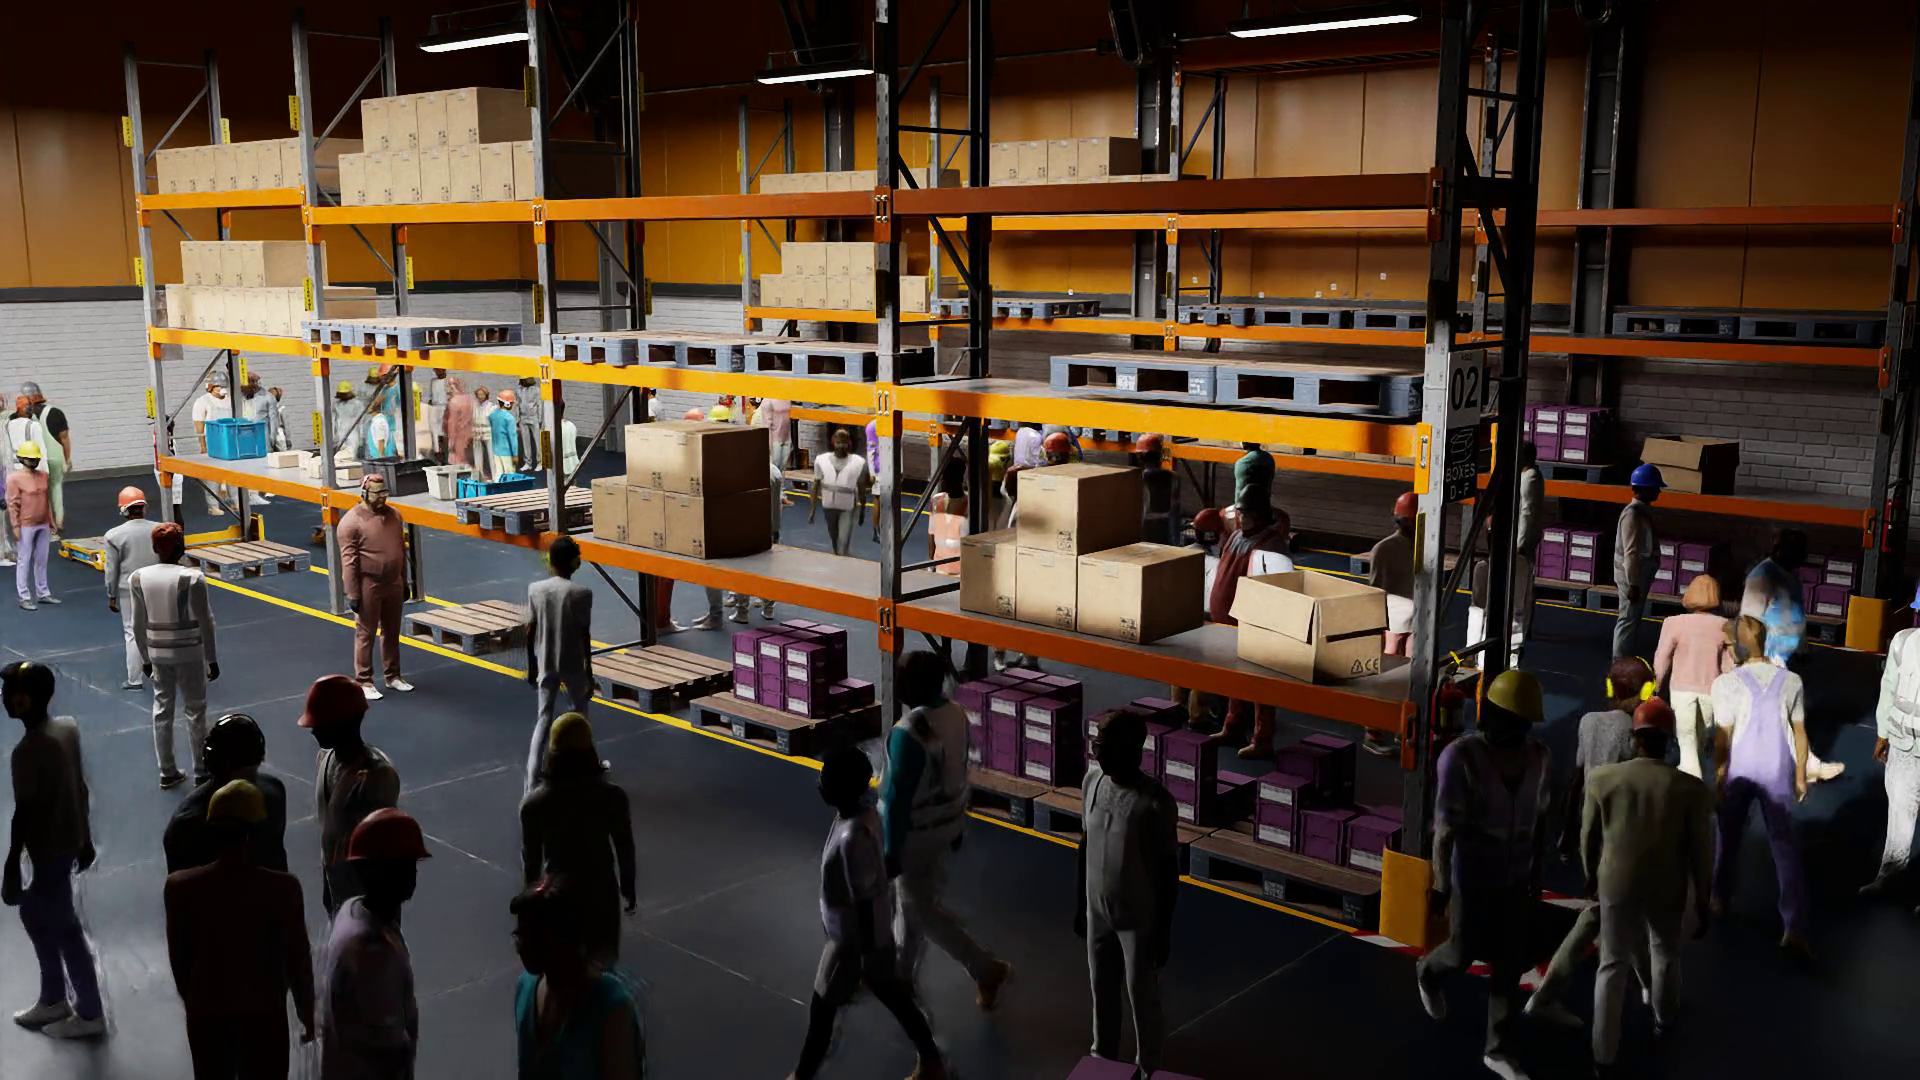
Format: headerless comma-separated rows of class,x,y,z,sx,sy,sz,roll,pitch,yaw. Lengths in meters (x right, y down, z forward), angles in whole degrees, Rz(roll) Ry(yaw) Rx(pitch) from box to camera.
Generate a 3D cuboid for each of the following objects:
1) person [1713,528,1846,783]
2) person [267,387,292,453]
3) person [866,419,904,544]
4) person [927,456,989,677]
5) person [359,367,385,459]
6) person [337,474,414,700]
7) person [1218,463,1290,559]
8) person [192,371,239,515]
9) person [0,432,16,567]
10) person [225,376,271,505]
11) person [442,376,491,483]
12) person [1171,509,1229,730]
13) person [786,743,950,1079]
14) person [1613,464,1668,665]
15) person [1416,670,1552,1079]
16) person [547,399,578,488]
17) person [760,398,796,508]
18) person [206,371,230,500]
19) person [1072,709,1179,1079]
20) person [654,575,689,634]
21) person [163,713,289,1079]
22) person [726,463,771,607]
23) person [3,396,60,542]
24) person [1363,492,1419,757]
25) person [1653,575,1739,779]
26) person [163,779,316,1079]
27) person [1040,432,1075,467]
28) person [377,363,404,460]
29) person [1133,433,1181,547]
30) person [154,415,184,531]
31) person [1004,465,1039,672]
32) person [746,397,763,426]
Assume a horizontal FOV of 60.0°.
person,5.865,0.812,11.806,0.951,1.790,0.627,9,13,40
person,-10.403,-1.506,25.334,0.514,1.641,0.311,4,11,21
person,-0.928,-0.909,21.170,0.547,1.927,0.392,-9,13,-40
person,-0.038,0.226,14.629,0.613,1.962,0.365,7,12,33
person,-9.992,-2.095,28.410,0.494,1.730,0.368,-6,12,-30
person,-4.868,0.384,13.941,0.400,1.900,0.636,5,11,27
person,2.485,0.328,14.080,0.607,1.958,0.379,4,11,19
person,-10.394,-1.373,23.454,0.535,2.000,0.680,7,12,33
person,-11.409,-0.490,19.625,0.517,1.631,0.316,8,13,40
person,-10.399,-1.436,24.199,0.489,1.901,0.599,0,10,-1
person,-7.366,-1.497,24.621,0.744,1.878,0.654,0,10,-3
person,1.914,0.614,13.072,0.379,1.738,0.566,-4,11,-22
person,-0.448,1.687,7.259,0.888,1.648,0.550,0,10,-2
person,5.742,0.325,14.114,0.386,1.948,0.602,5,11,28
person,2.411,1.492,7.663,0.603,1.895,0.761,-3,10,-15
person,-4.939,-0.821,20.722,0.390,1.911,0.584,2,10,11
person,-2.622,-1.428,24.056,0.372,1.940,0.632,5,11,26
person,-11.048,-1.573,24.905,0.364,1.932,0.630,-9,13,-41
person,0.697,1.612,7.130,0.327,1.843,0.516,-10,14,-44
person,-2.908,-0.028,16.235,0.405,1.909,0.597,-7,12,-34
person,-2.903,1.638,6.725,0.351,1.935,0.635,2,10,13
person,-2.246,-0.228,17.435,0.614,1.878,0.366,0,10,2
person,-11.855,-0.897,21.199,0.574,1.887,0.355,3,10,15
person,3.295,0.620,12.354,0.617,1.984,0.408,-5,11,-28
person,4.941,1.017,11.222,0.506,1.586,0.864,1,10,5
person,-2.748,1.789,6.387,0.547,1.755,0.382,-1,10,-4
person,0.918,-0.044,16.072,0.376,1.995,0.609,-2,10,-9
person,-8.632,-1.703,25.354,0.607,2.034,0.419,10,14,44
person,1.877,-0.011,15.850,0.619,2.012,0.876,-6,12,-31
person,-9.863,-0.721,20.735,0.318,1.700,0.535,-6,12,-30
person,0.557,0.264,14.675,0.341,1.878,0.585,0,10,2
person,-2.952,-1.388,24.401,0.355,1.737,0.576,-3,11,-18
